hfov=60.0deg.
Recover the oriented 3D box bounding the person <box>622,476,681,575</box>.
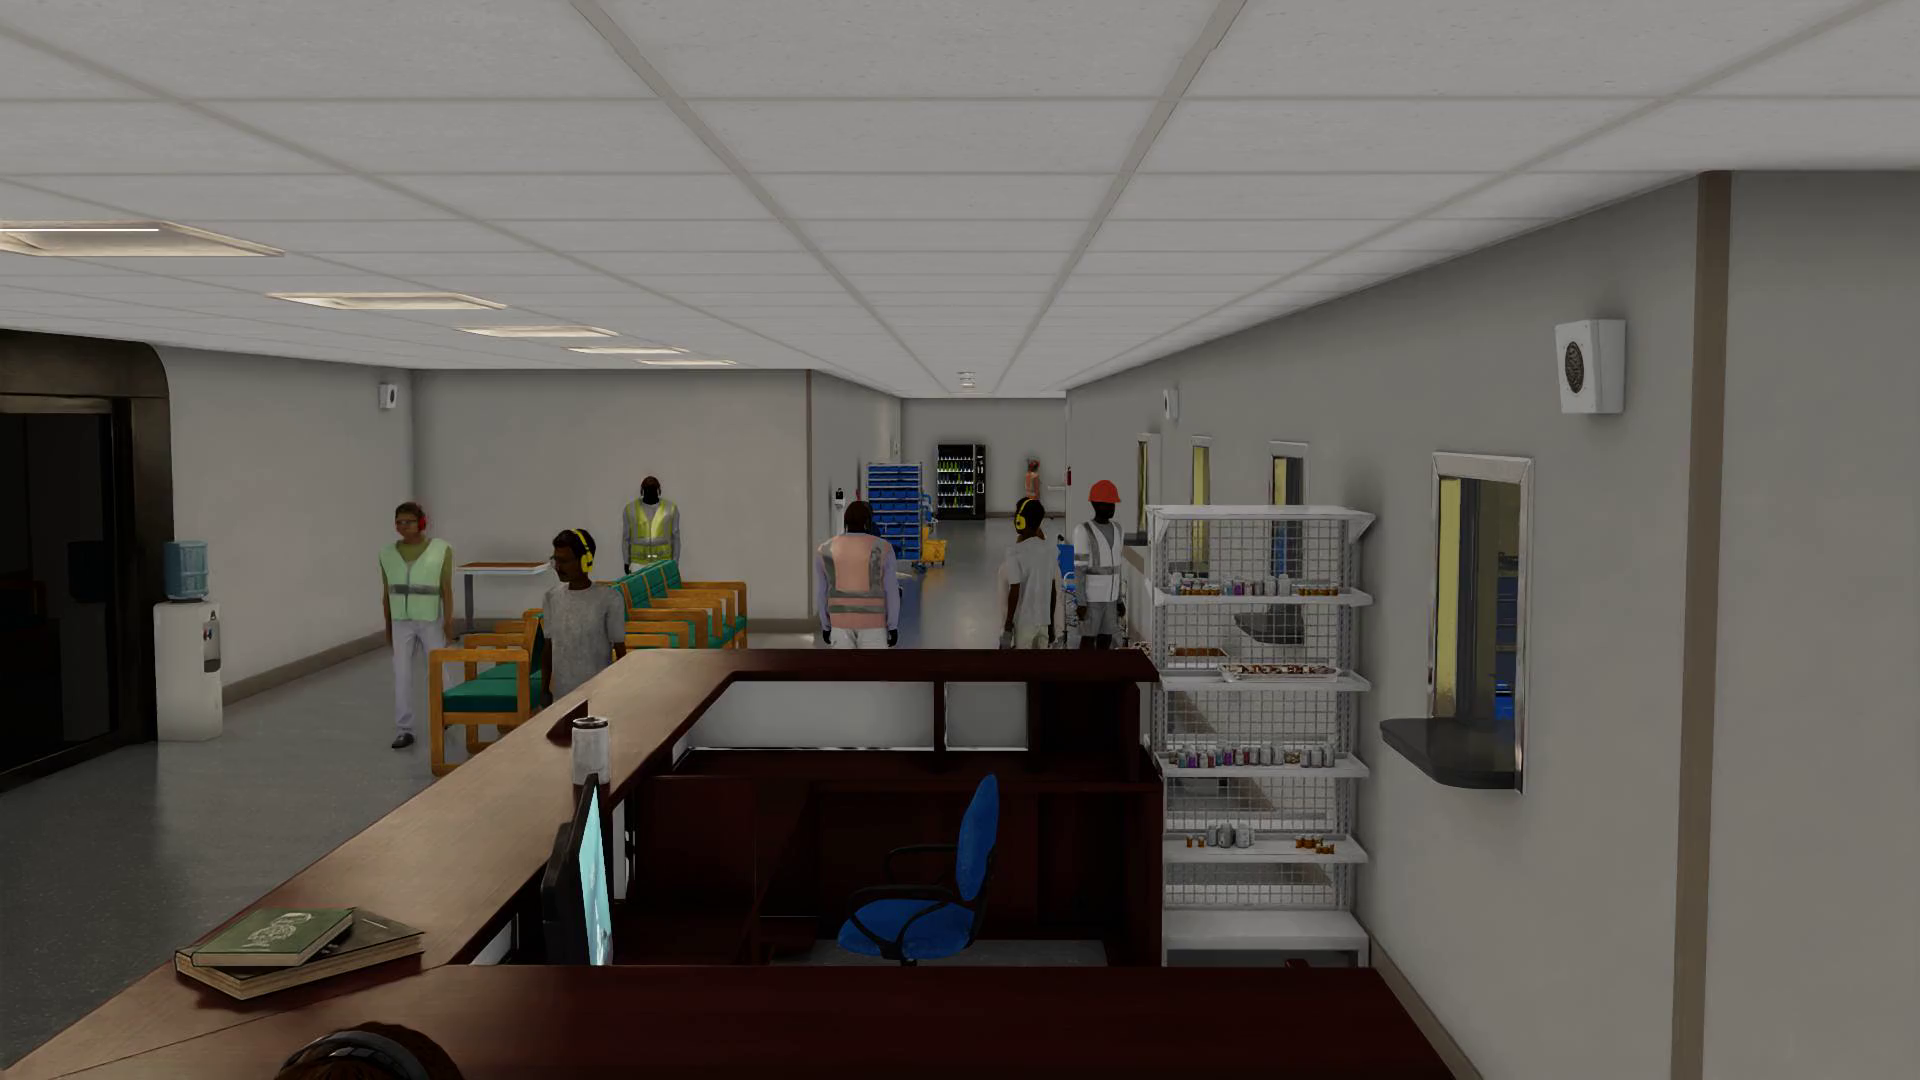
[{"bbox_3d":[-3.345,0.223,18.024,0.626,1.836,0.430,-1,4,-8],"label":"person"}]

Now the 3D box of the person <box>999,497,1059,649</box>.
[{"bbox_3d":[0.493,0.626,12.041,0.513,1.876,0.328,-4,6,-44],"label":"person"}]

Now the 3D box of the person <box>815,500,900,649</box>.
[{"bbox_3d":[-0.742,0.626,12.285,0.626,1.844,0.429,1,4,12],"label":"person"}]

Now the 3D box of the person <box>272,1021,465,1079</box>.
[{"bbox_3d":[-0.581,1.391,1.643,0.619,1.835,0.430,1,4,15],"label":"person"}]

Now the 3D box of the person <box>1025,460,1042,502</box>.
[{"bbox_3d":[1.490,-0.811,33.907,0.309,1.634,0.513,-2,4,-23],"label":"person"}]

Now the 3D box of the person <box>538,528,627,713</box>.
[{"bbox_3d":[-1.996,0.866,8.764,0.532,1.863,0.319,1,4,18],"label":"person"}]

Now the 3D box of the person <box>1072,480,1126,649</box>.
[{"bbox_3d":[1.181,0.469,13.818,0.547,1.938,0.379,-4,5,-41],"label":"person"}]

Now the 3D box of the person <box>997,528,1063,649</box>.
[{"bbox_3d":[0.536,0.702,12.656,0.507,1.632,0.265,1,4,13],"label":"person"}]

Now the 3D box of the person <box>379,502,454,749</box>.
[{"bbox_3d":[-4.076,0.613,12.574,0.572,1.824,0.781,0,4,0],"label":"person"}]
